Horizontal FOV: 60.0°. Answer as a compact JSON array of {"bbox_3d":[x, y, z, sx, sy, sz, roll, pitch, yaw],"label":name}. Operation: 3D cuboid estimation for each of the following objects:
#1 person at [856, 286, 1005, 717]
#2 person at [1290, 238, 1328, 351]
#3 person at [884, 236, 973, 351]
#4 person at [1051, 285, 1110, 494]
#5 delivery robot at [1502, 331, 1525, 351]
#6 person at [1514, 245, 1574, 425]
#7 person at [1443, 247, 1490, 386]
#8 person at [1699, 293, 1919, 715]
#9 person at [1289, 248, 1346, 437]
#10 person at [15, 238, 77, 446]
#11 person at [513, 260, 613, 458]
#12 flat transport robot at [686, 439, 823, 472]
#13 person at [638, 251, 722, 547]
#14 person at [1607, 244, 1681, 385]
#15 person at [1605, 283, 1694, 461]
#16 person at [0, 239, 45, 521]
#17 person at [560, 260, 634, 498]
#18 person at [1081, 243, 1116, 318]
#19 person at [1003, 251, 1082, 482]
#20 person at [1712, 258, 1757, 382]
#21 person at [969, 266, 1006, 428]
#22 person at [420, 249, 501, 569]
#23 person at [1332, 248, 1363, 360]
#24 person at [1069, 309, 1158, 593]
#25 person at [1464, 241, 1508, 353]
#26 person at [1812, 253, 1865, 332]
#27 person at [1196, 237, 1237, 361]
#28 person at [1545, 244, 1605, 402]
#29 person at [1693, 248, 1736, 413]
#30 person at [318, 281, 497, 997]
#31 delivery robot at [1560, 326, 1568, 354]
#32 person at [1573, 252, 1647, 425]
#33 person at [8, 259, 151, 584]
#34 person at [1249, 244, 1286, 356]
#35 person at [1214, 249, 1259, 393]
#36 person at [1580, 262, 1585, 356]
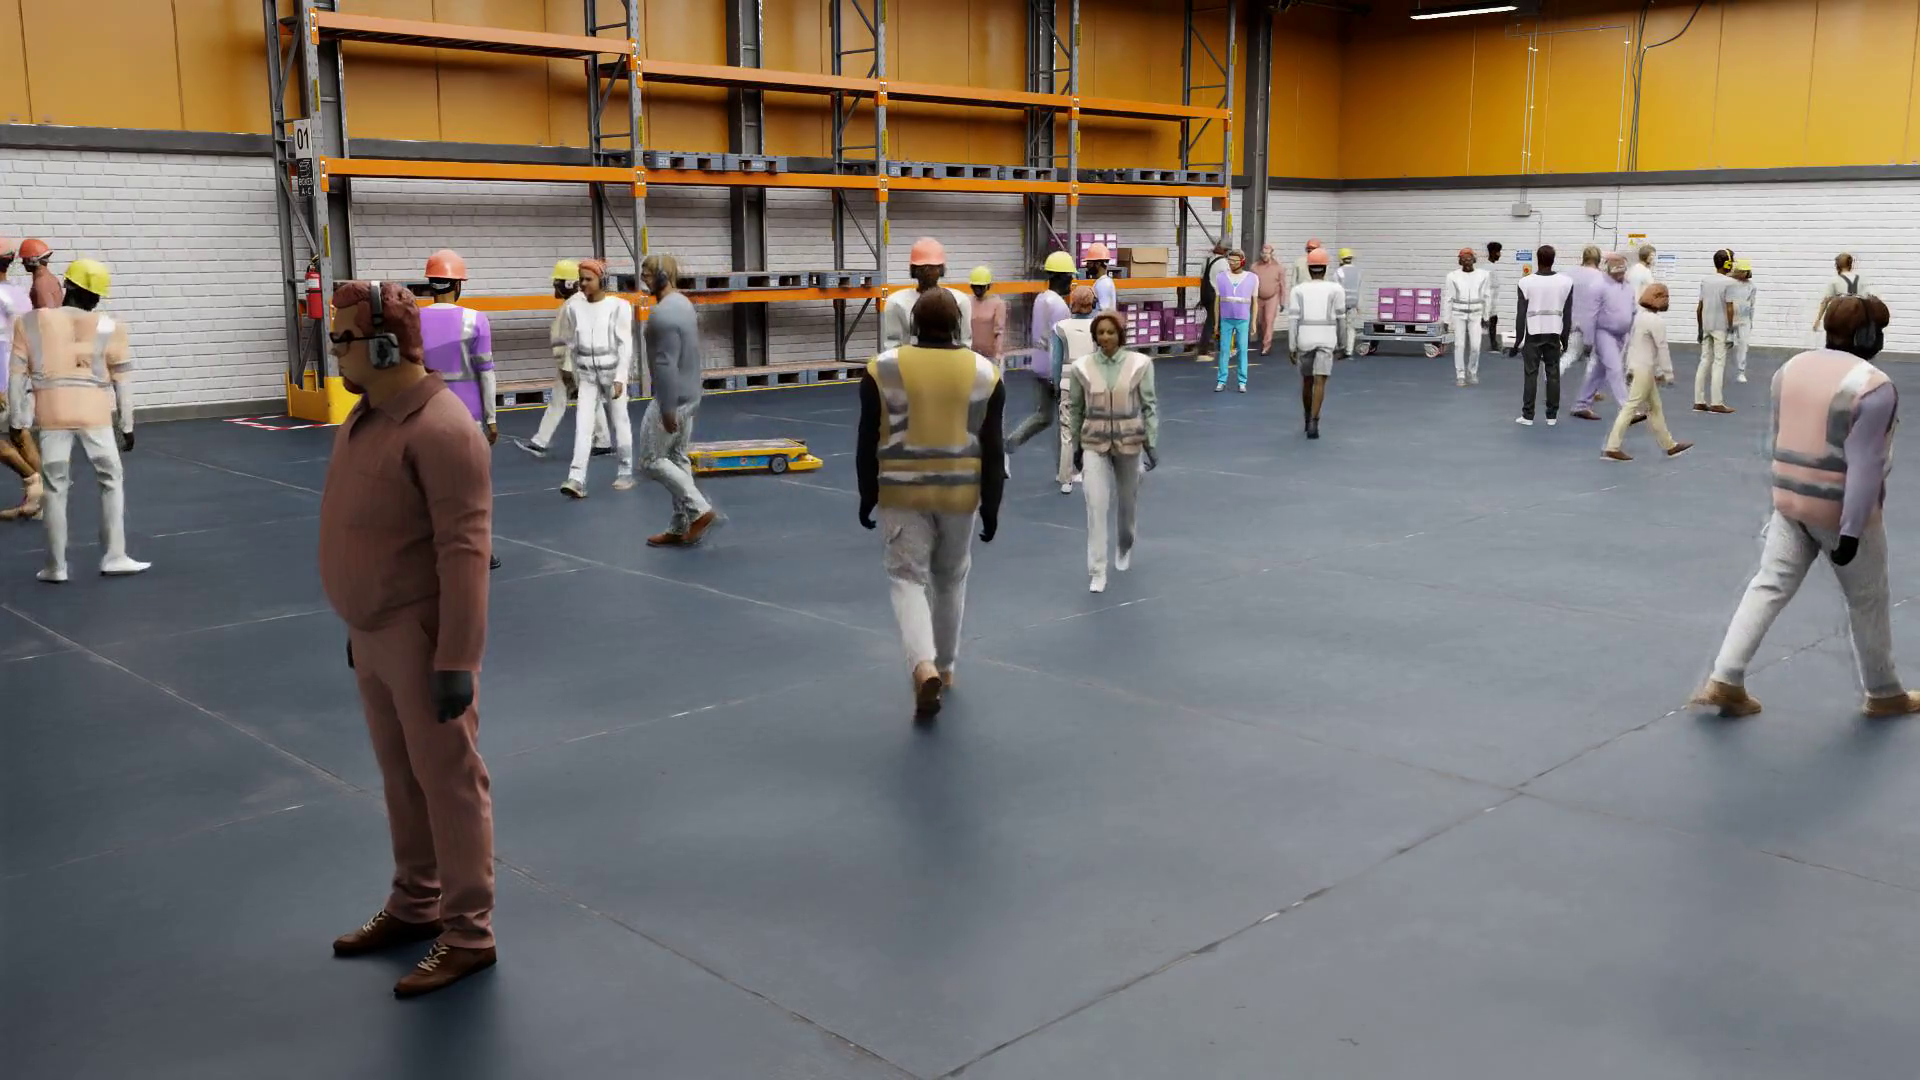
[{"bbox_3d":[-0.119,-0.173,7.123,0.626,1.813,0.833,-2,11,-12],"label":"person"},{"bbox_3d":[6.011,-4.205,28.654,0.634,1.970,0.423,3,11,17],"label":"person"},{"bbox_3d":[-0.228,-1.101,11.630,0.631,2.021,0.681,0,10,0],"label":"person"},{"bbox_3d":[0.963,-1.161,12.970,0.514,1.641,0.308,3,11,16],"label":"person"},{"bbox_3d":[9.309,-3.312,27.404,0.477,0.478,0.707,-9,13,-40],"label":"delivery robot"},{"bbox_3d":[6.225,-2.181,17.779,0.592,1.916,0.392,1,10,3],"label":"person"},{"bbox_3d":[6.761,-2.965,22.225,0.599,1.846,0.520,2,11,11],"label":"person"},{"bbox_3d":[3.600,-0.129,6.942,0.972,1.799,0.625,-3,11,-17],"label":"person"},{"bbox_3d":[3.606,-1.998,16.866,0.549,1.898,0.971,4,11,22],"label":"person"},{"bbox_3d":[-8.795,-1.896,16.014,0.400,1.989,0.623,-4,11,-21],"label":"person"},{"bbox_3d":[-3.581,-1.607,14.985,0.898,1.785,0.621,-4,11,-21],"label":"person"},{"bbox_3d":[-1.955,-0.717,14.283,1.431,0.197,0.652,-4,11,-22],"label":"flat transport robot"},{"bbox_3d":[-1.842,-0.880,10.679,0.455,1.923,0.631,1,10,5],"label":"person"},{"bbox_3d":[9.344,-3.059,22.614,0.998,1.887,0.653,6,12,29],"label":"person"},{"bbox_3d":[6.224,-1.491,14.883,0.848,1.583,0.528,1,10,4],"label":"person"},{"bbox_3d":[-6.696,-1.119,11.683,0.459,2.025,0.628,-1,10,-6],"label":"person"},{"bbox_3d":[-2.814,-1.251,12.945,0.577,1.832,0.969,2,11,12],"label":"person"},{"bbox_3d":[1.410,-2.058,17.049,0.373,1.935,0.552,1,10,7],"label":"person"},{"bbox_3d":[0.689,-1.395,13.561,0.800,1.903,0.583,-3,11,-13],"label":"person"},{"bbox_3d":[10.850,-3.090,23.297,0.499,1.710,0.818,1,10,4],"label":"person"},{"bbox_3d":[0.193,-1.756,15.987,0.533,1.716,0.867,5,11,25],"label":"person"},{"bbox_3d":[-3.050,-0.762,9.980,0.550,1.935,0.376,0,10,-2],"label":"person"},{"bbox_3d":[6.267,-3.850,27.159,0.597,1.814,0.511,-3,11,-16],"label":"person"},{"bbox_3d":[0.892,-0.549,9.712,0.512,1.612,0.789,1,10,6],"label":"person"},{"bbox_3d":[9.000,-4.168,28.609,0.841,1.931,0.627,5,12,25],"label":"person"},{"bbox_3d":[11.829,-2.928,22.225,0.530,1.801,0.987,-2,11,-12],"label":"person"},{"bbox_3d":[4.224,-3.894,26.779,1.017,2.000,0.705,-4,11,-19],"label":"person"},{"bbox_3d":[7.462,-2.591,20.026,0.833,1.919,0.631,-6,12,-29],"label":"person"},{"bbox_3d":[8.651,-2.386,19.023,0.330,1.872,0.512,-4,11,-21],"label":"person"},{"bbox_3d":[-1.503,0.264,4.486,0.401,1.905,0.642,-9,14,-40],"label":"person"},{"bbox_3d":[9.743,-3.206,26.824,0.707,0.478,0.477,10,14,43],"label":"delivery robot"},{"bbox_3d":[7.067,-2.171,17.948,0.673,1.829,1.002,-7,12,-32],"label":"person"},{"bbox_3d":[-5.197,-0.690,9.742,0.657,1.883,0.401,-5,11,-23],"label":"person"},{"bbox_3d":[5.195,-4.073,28.209,0.652,1.883,0.815,4,11,23],"label":"person"},{"bbox_3d":[3.564,-2.823,21.480,0.564,1.842,0.393,3,11,16],"label":"person"},{"bbox_3d":[10.575,-3.893,27.927,0.516,1.614,0.442,-4,11,-21],"label":"person"}]
